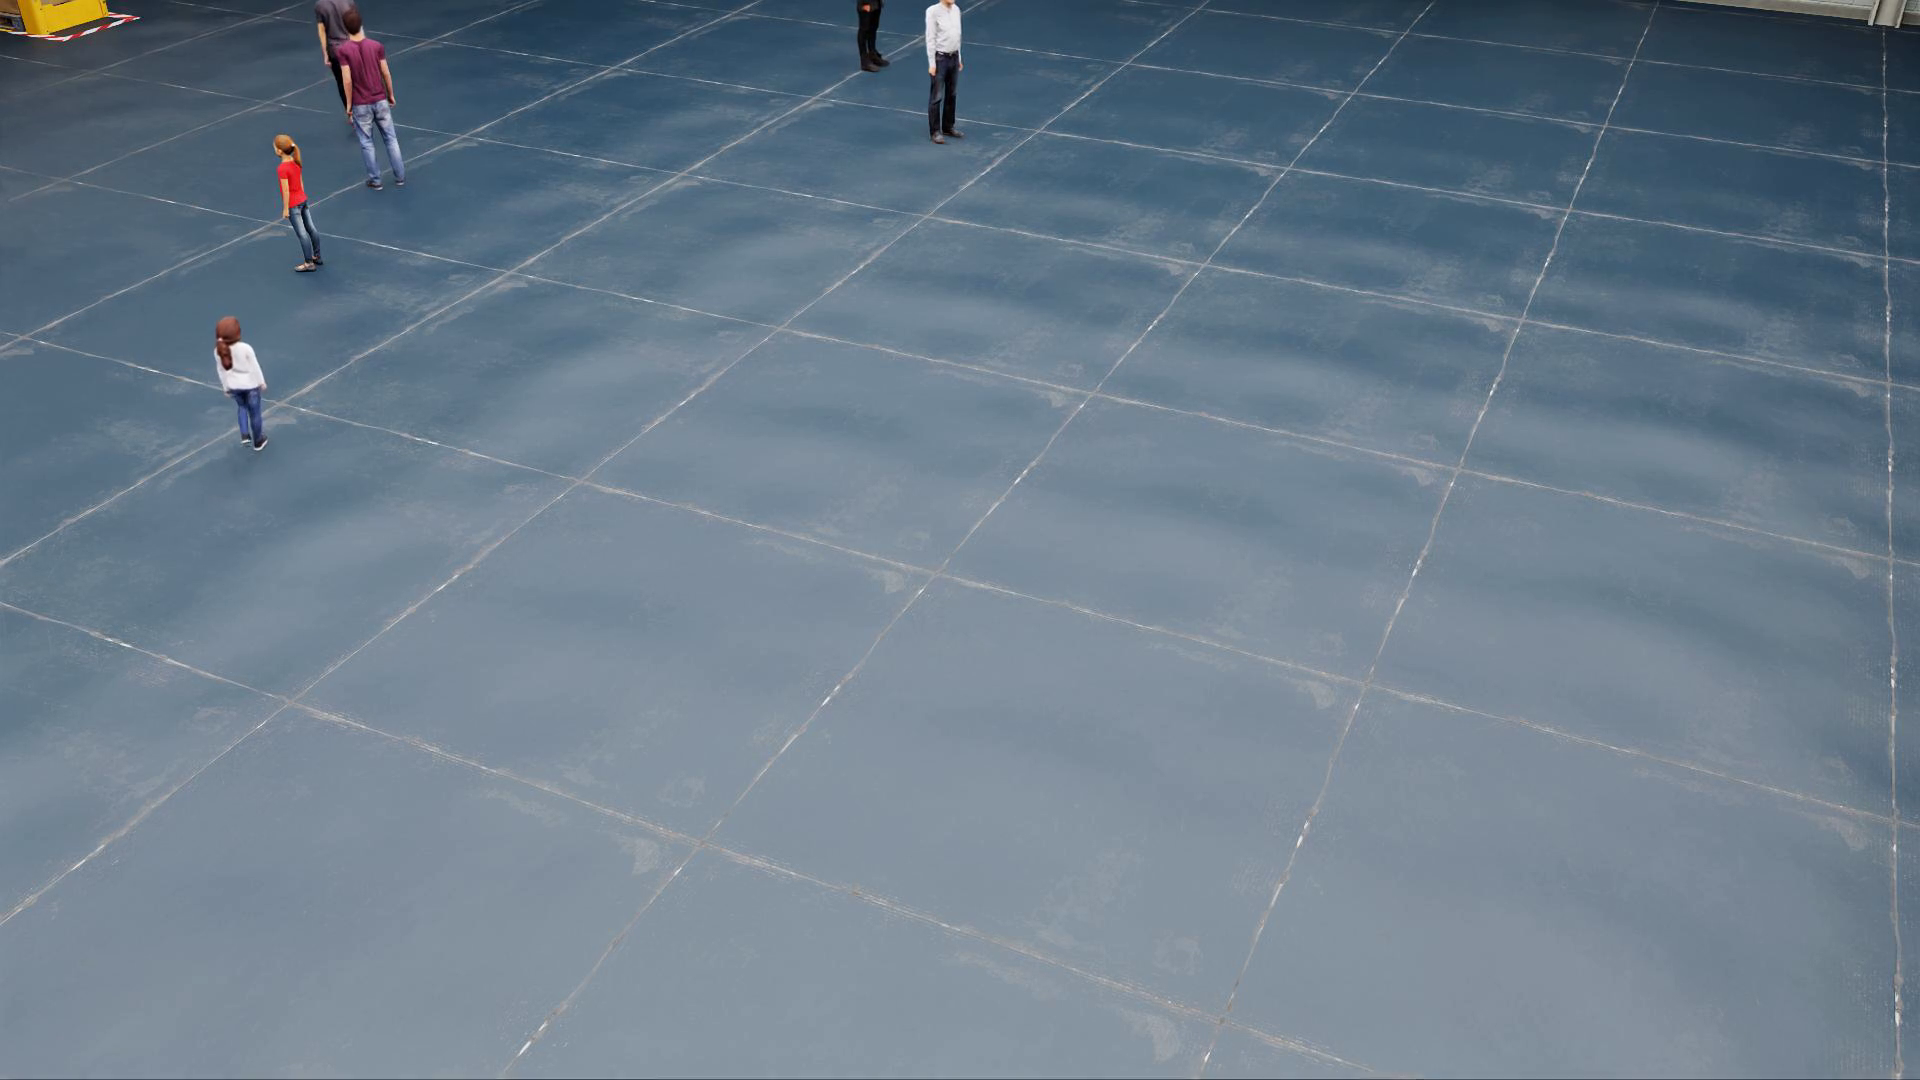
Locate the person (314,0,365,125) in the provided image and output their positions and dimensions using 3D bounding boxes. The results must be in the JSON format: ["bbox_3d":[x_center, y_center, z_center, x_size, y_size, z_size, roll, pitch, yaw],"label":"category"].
[{"bbox_3d":[-7.073,-5.570,19.087,1.055,1.741,1.119,-11,34,-17],"label":"person"}]

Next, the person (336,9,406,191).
[{"bbox_3d":[-6.214,-4.629,17.494,0.737,1.849,0.726,-20,37,-28],"label":"person"}]

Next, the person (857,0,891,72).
[{"bbox_3d":[-1.160,-6.915,21.185,0.607,1.777,0.631,17,36,25],"label":"person"}]

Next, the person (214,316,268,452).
[{"bbox_3d":[-5.507,-1.181,12.727,0.509,1.103,0.582,0,32,0],"label":"person"}]

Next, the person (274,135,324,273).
[{"bbox_3d":[-6.263,-3.190,15.718,0.556,1.311,0.524,6,33,10],"label":"person"}]

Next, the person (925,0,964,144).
[{"bbox_3d":[-0.179,-5.449,18.824,0.724,1.817,0.700,-26,41,-35],"label":"person"}]
